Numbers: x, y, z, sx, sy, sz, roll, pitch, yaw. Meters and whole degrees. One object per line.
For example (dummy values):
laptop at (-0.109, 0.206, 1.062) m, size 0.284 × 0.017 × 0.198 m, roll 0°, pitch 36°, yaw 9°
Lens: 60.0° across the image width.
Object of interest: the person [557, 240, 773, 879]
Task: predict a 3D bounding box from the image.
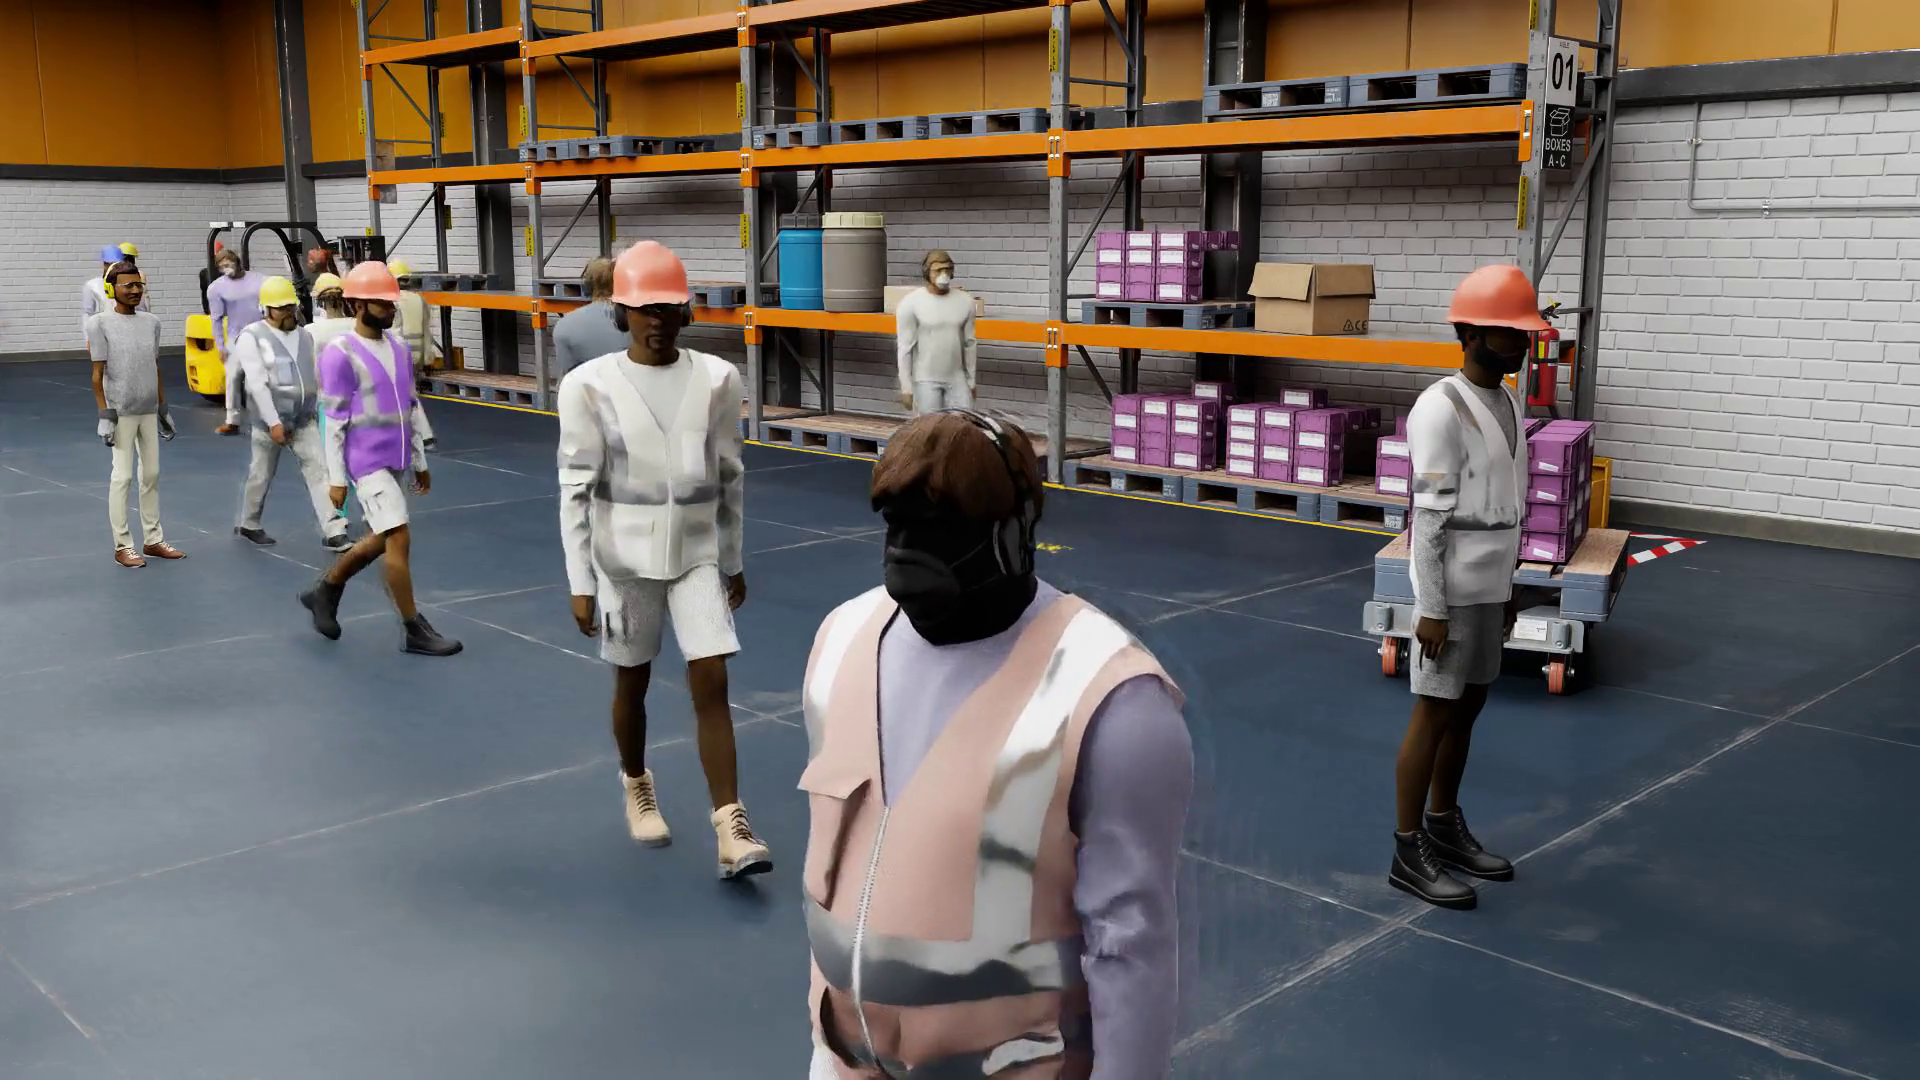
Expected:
person at (-0.913, 0.083, 5.212) m, size 0.623 × 1.994 × 1.003 m, roll -5°, pitch 11°, yaw -23°

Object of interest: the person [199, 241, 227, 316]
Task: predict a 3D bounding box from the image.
person at (-10.296, -3.204, 23.288) m, size 0.611 × 1.948 × 1.005 m, roll -2°, pitch 11°, yaw -10°

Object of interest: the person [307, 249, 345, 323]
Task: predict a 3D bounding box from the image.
person at (-7.106, -2.324, 18.680) m, size 0.438 × 1.869 × 0.577 m, roll -1°, pitch 10°, yaw -3°

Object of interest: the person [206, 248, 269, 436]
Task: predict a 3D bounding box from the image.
person at (-7.219, -1.989, 16.823) m, size 0.707 × 1.895 × 0.368 m, roll -8°, pitch 13°, yaw -38°

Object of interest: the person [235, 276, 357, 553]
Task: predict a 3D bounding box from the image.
person at (-4.333, -0.793, 10.633) m, size 0.950 × 1.779 × 0.580 m, roll 7°, pitch 12°, yaw 32°

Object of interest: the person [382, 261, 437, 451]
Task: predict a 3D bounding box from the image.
person at (-5.265, -1.726, 15.663) m, size 0.927 × 1.791 × 0.597 m, roll 5°, pitch 12°, yaw 27°

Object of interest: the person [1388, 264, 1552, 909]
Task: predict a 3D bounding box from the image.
person at (1.568, 0.139, 5.066) m, size 0.375 × 1.935 × 0.550 m, roll 9°, pitch 14°, yaw 41°

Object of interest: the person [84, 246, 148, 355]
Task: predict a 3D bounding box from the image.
person at (-8.869, -2.128, 17.532) m, size 0.643 × 1.893 × 0.973 m, roll -7°, pitch 12°, yaw -32°

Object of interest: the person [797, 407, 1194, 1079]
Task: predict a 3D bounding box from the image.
person at (0.060, 0.702, 2.380) m, size 0.636 × 1.816 × 0.890 m, roll 8°, pitch 13°, yaw 37°

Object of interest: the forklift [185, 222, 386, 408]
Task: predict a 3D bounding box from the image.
forklift at (-8.169, -2.758, 20.163) m, size 2.313 × 2.155 × 1.214 m, roll -10°, pitch 14°, yaw -44°

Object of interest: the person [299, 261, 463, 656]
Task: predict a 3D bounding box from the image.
person at (-2.874, -0.392, 8.058) m, size 0.894 × 1.911 × 0.553 m, roll 3°, pitch 11°, yaw 18°

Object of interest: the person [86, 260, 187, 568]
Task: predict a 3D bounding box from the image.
person at (-5.074, -0.776, 10.242) m, size 0.328 × 1.872 × 0.515 m, roll 4°, pitch 11°, yaw 23°

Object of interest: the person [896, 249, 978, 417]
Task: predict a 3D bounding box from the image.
person at (-0.152, -1.121, 11.971) m, size 0.649 × 1.924 × 0.436 m, roll -5°, pitch 12°, yaw -27°

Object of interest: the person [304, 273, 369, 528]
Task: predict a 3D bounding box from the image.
person at (-4.302, -0.961, 11.550) m, size 0.329 × 1.762 × 0.523 m, roll 10°, pitch 14°, yaw 43°

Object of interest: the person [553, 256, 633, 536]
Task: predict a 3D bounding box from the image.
person at (-2.032, -0.697, 9.716) m, size 0.632 × 1.912 × 0.848 m, roll -2°, pitch 11°, yaw -10°

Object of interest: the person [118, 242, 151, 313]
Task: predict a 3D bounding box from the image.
person at (-10.930, -2.954, 21.958) m, size 0.587 × 1.928 × 0.364 m, roll 2°, pitch 11°, yaw 13°
